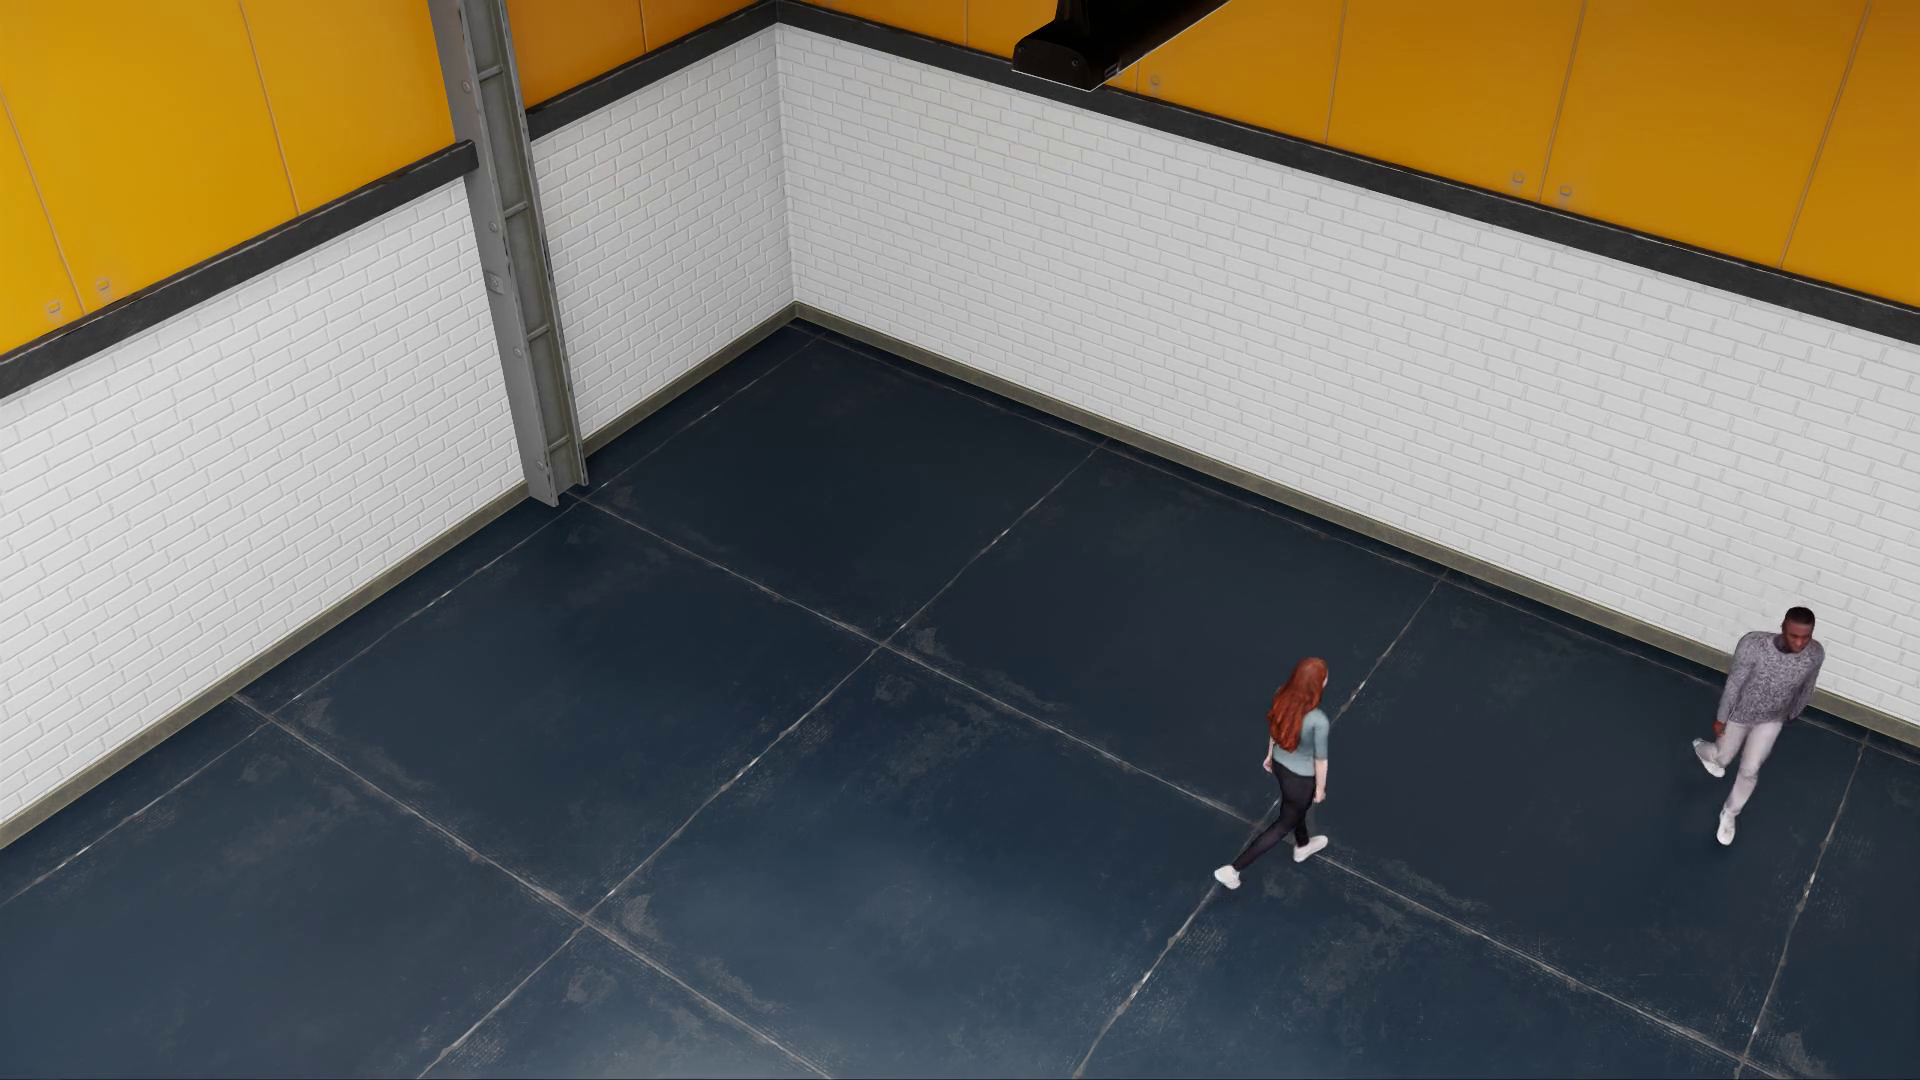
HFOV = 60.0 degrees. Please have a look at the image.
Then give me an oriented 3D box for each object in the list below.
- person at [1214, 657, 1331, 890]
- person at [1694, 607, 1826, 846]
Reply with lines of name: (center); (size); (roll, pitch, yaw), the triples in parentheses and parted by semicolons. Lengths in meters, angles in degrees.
person: (1.904, 1.410, 9.739); (1.190, 1.715, 0.918); (-19, 42, -22)
person: (4.841, 1.010, 10.169); (0.913, 1.802, 1.078); (4, 39, 5)
